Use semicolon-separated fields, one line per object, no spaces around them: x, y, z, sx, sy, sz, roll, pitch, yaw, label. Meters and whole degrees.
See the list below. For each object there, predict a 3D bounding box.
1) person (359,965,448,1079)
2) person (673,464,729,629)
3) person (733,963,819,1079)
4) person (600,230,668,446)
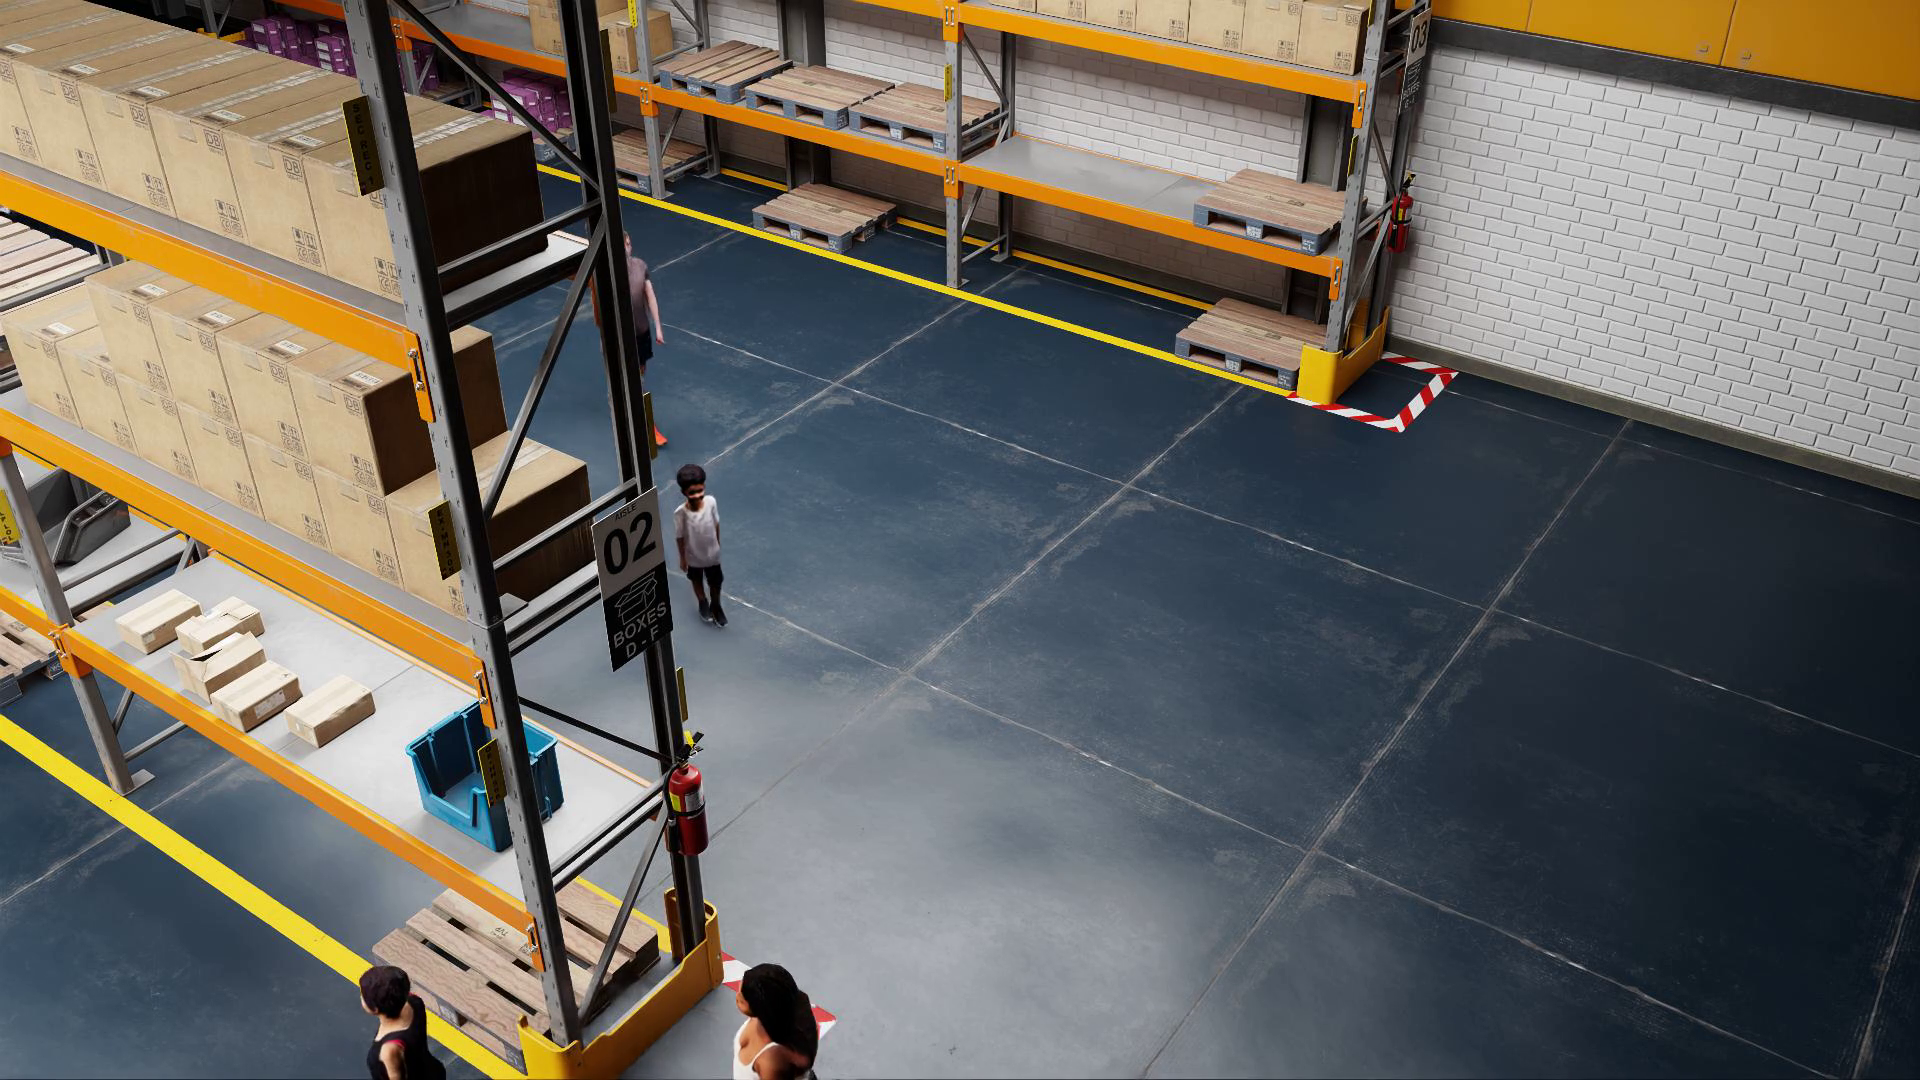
-2.415;2.513;7.552;0.710;1.540;0.666;0;34;0;person
-1.833;0.006;11.588;0.607;1.248;0.667;-14;36;-20;person
-0.675;2.511;7.328;0.861;1.793;0.813;-2;34;-2;person
-2.753;-1.722;13.666;0.850;1.825;1.203;-27;42;-34;person
